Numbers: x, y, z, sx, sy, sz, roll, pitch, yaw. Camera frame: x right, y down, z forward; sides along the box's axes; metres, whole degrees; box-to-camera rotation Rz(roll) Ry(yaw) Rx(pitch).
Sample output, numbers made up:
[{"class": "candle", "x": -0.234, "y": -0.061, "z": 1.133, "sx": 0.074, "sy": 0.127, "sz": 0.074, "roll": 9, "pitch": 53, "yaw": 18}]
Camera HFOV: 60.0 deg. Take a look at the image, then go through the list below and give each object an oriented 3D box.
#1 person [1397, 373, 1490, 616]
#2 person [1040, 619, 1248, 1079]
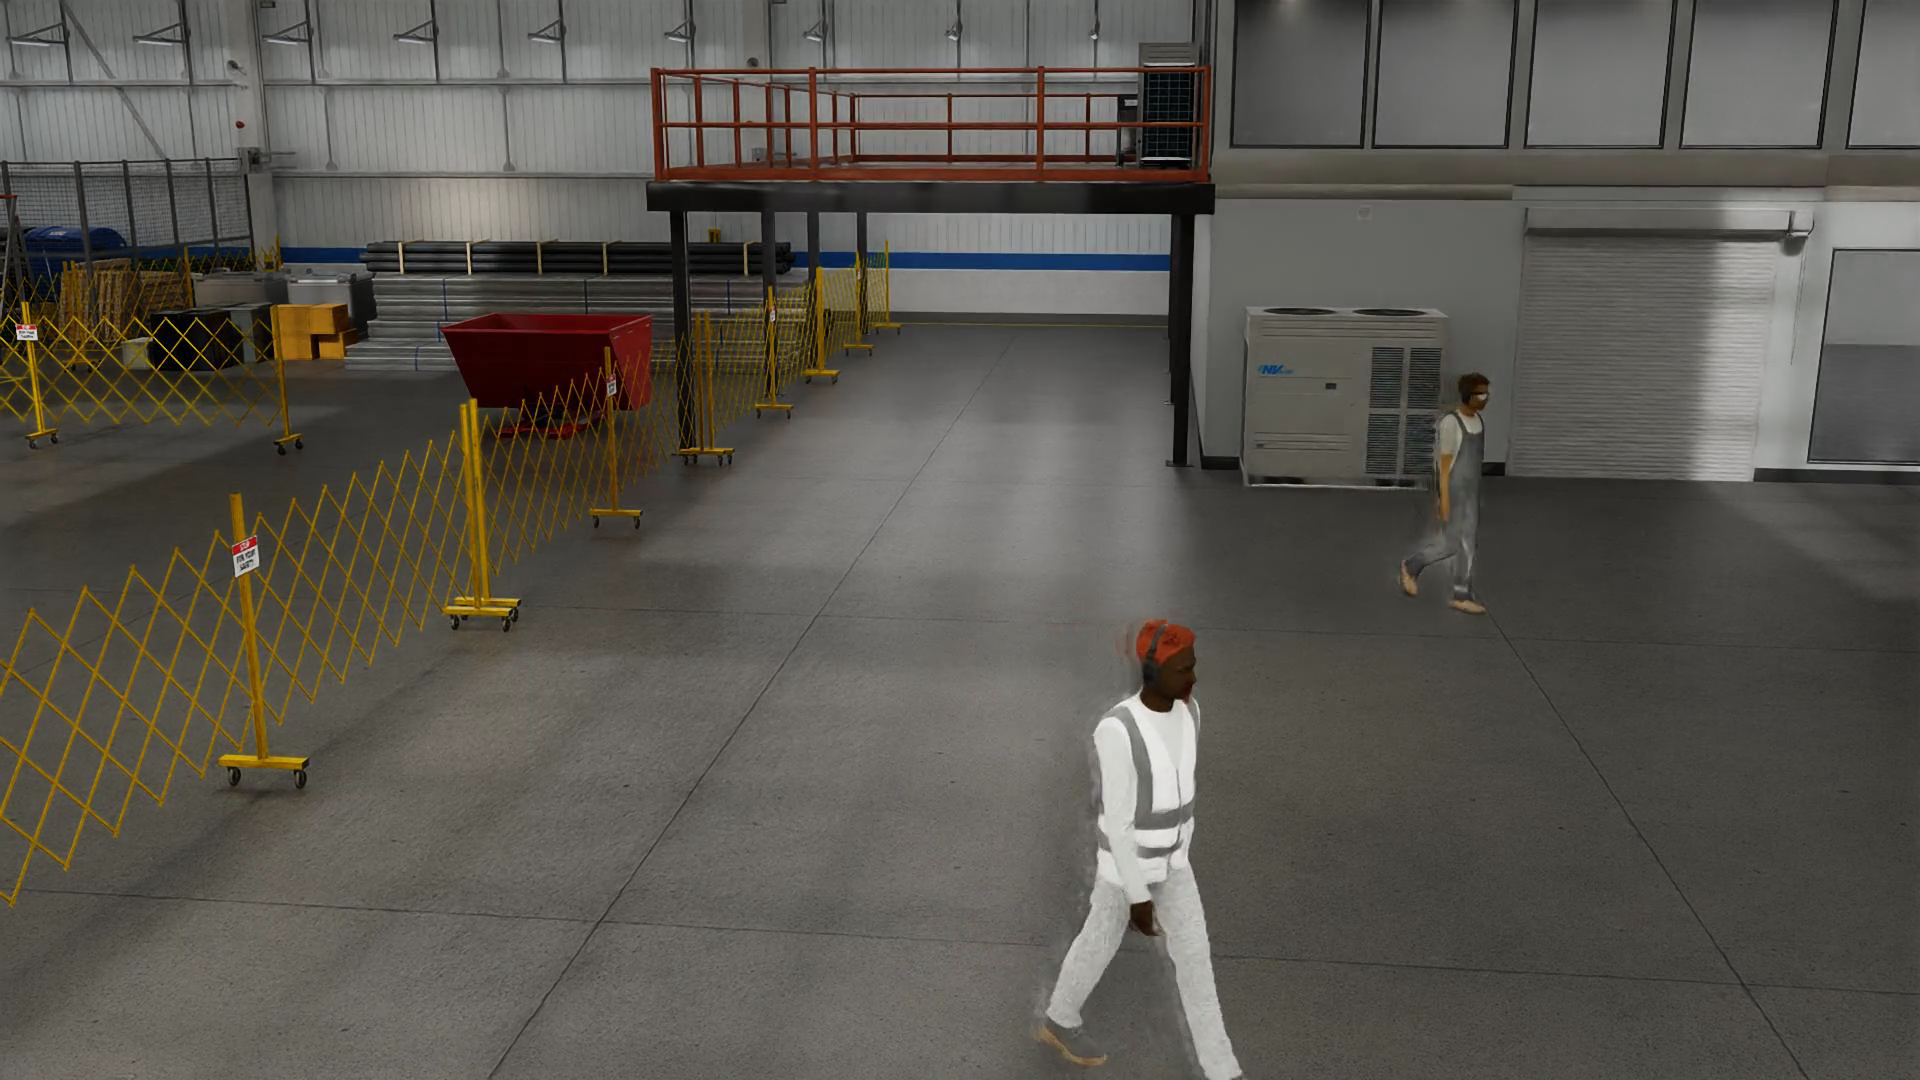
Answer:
[{"class": "person", "x": 3.663, "y": -0.354, "z": 12.439, "sx": 0.530, "sy": 1.825, "sz": 0.633, "roll": -11, "pitch": 17, "yaw": -37}, {"class": "person", "x": 0.695, "y": 1.186, "z": 6.153, "sx": 0.579, "sy": 1.835, "sz": 1.004, "roll": -13, "pitch": 19, "yaw": -42}]
